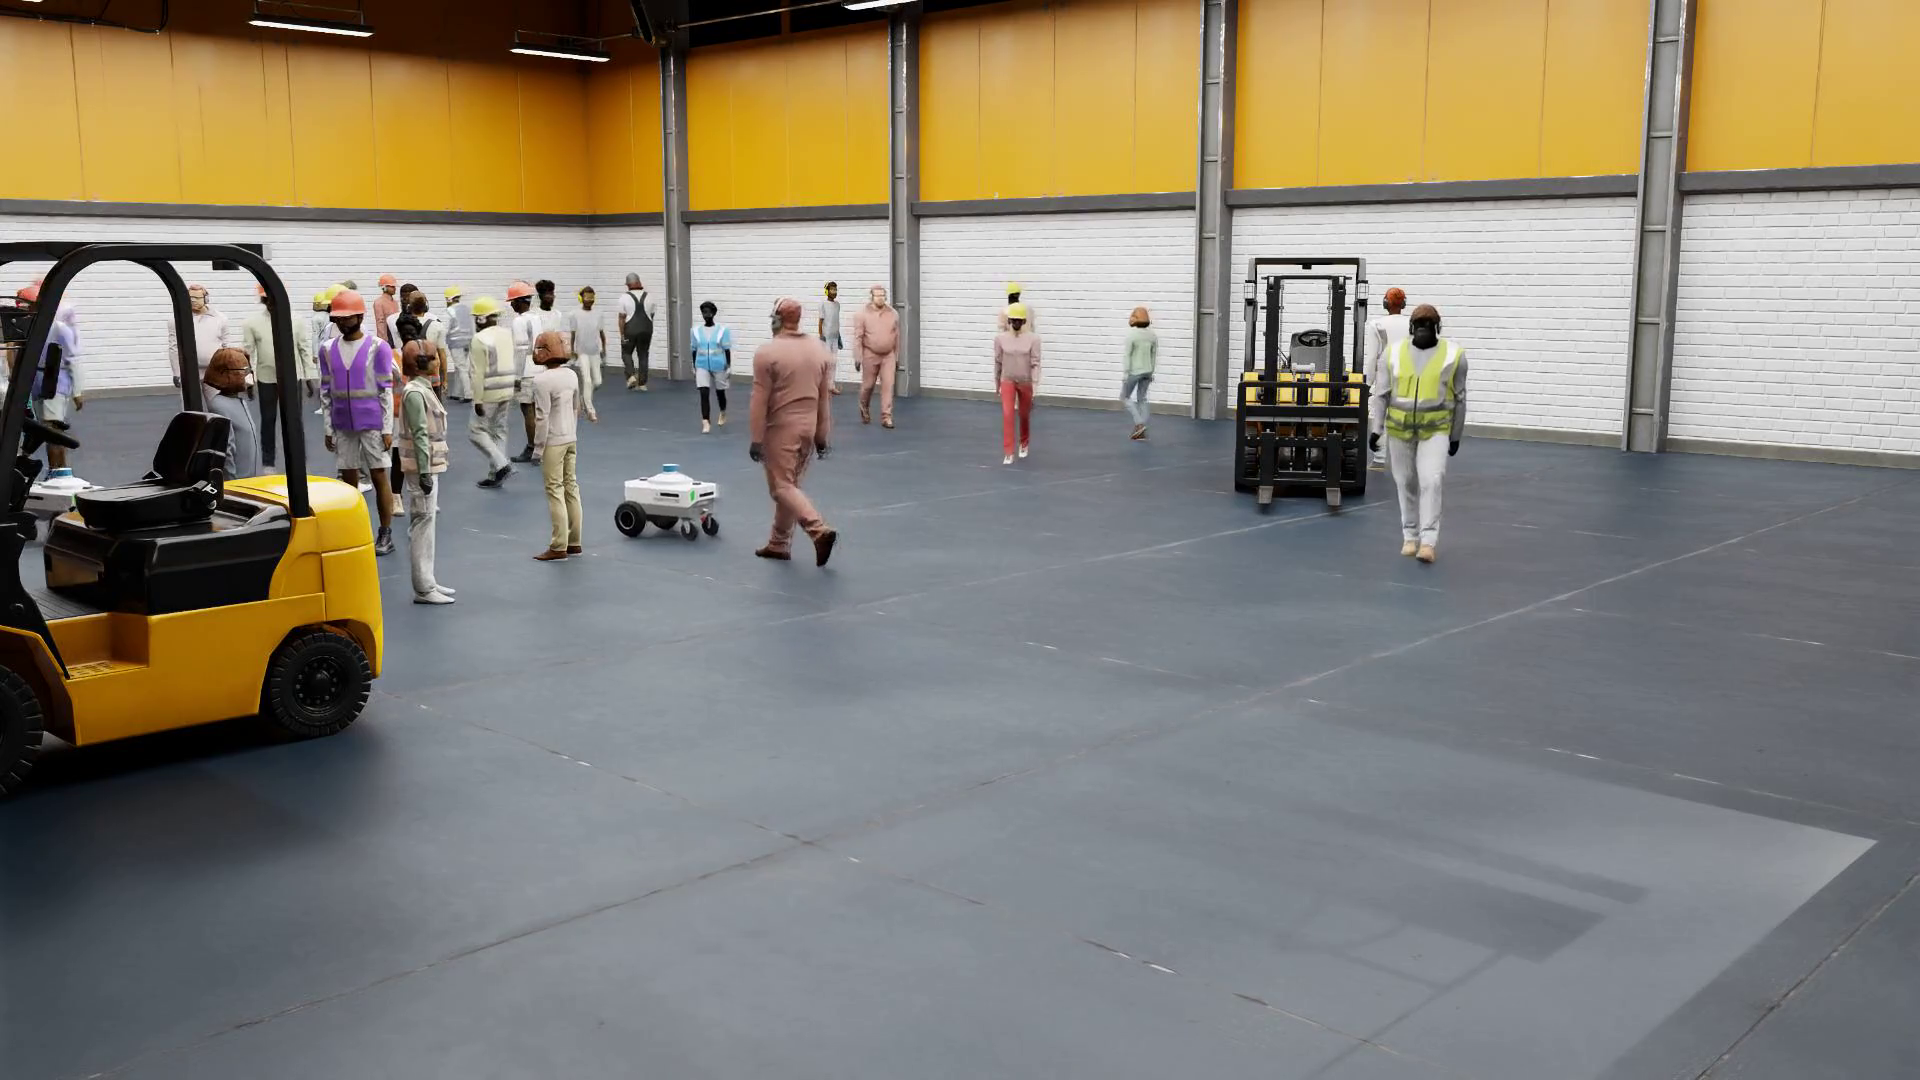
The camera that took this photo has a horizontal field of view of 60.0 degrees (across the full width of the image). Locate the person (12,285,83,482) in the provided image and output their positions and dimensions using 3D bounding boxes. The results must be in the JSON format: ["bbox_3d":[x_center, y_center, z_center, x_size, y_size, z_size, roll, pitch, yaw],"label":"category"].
[{"bbox_3d":[-8.448,-1.363,15.245,0.580,1.911,0.750,2,9,10],"label":"person"}]

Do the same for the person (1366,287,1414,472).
[{"bbox_3d":[4.421,-1.632,17.000,0.574,1.885,0.355,-1,9,-6],"label":"person"}]

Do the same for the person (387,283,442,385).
[{"bbox_3d":[-5.849,-1.789,17.863,0.595,1.915,0.371,0,9,2],"label":"person"}]

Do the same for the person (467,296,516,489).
[{"bbox_3d":[-4.378,-1.364,15.542,0.478,1.820,0.618,4,10,22],"label":"person"}]

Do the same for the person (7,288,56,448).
[{"bbox_3d":[-10.675,-1.970,19.173,0.389,1.850,0.567,9,13,44],"label":"person"}]

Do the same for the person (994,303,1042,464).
[{"bbox_3d":[0.626,-1.707,18.002,0.519,1.721,0.916,1,9,5],"label":"person"}]

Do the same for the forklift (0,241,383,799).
[{"bbox_3d":[-3.706,-0.171,7.093,1.214,2.155,2.313,9,13,43],"label":"forklift"}]

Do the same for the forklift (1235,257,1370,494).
[{"bbox_3d":[3.309,-1.629,16.029,1.214,2.155,2.313,2,9,11],"label":"forklift"}]

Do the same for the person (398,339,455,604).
[{"bbox_3d":[-3.325,-0.422,10.334,0.306,1.638,0.522,-2,10,-15],"label":"person"}]

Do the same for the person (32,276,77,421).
[{"bbox_3d":[-12.420,-2.616,22.768,0.607,1.981,1.054,-5,10,-27],"label":"person"}]

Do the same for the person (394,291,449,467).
[{"bbox_3d":[-5.561,-1.647,17.210,0.508,1.847,0.345,-2,10,-15],"label":"person"}]

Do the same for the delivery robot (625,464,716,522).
[{"bbox_3d":[-2.245,-0.347,12.899,0.707,0.478,0.477,5,10,28],"label":"delivery robot"}]

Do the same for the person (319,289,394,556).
[{"bbox_3d":[-4.338,-0.834,11.975,0.542,1.930,0.390,1,9,4],"label":"person"}]

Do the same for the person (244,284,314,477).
[{"bbox_3d":[-6.780,-1.614,16.550,0.623,1.992,0.397,-3,10,-20],"label":"person"}]

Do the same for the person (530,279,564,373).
[{"bbox_3d":[-4.933,-2.132,19.855,0.447,1.950,0.614,7,12,37],"label":"person"}]

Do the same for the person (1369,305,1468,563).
[{"bbox_3d":[3.218,-0.743,11.774,0.632,1.810,0.862,4,10,25],"label":"person"}]

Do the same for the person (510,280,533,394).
[{"bbox_3d":[-7.206,-3.345,27.515,1.051,1.880,0.657,1,9,7],"label":"person"}]

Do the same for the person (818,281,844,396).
[{"bbox_3d":[-2.111,-3.288,27.199,0.309,1.868,0.535,7,12,36],"label":"person"}]

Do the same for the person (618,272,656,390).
[{"bbox_3d":[-5.524,-3.568,28.386,0.682,2.000,0.541,-5,11,-29],"label":"person"}]

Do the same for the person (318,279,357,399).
[{"bbox_3d":[-9.210,-2.931,24.869,0.645,1.915,0.786,6,11,33],"label":"person"}]

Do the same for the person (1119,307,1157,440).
[{"bbox_3d":[2.137,-2.006,20.107,0.523,1.614,0.349,-7,11,-35],"label":"person"}]

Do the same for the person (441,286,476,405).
[{"bbox_3d":[-7.727,-2.965,25.411,0.818,1.797,0.631,5,10,26],"label":"person"}]

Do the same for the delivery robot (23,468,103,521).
[{"bbox_3d":[-6.785,-0.303,12.630,0.707,0.478,0.477,5,10,26],"label":"delivery robot"}]

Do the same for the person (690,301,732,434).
[{"bbox_3d":[-3.147,-2.200,21.110,0.537,1.674,0.718,0,9,1],"label":"person"}]

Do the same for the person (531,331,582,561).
[{"bbox_3d":[-2.881,-0.665,11.834,0.282,1.633,0.500,3,10,17],"label":"person"}]

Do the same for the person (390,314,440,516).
[{"bbox_3d":[-4.611,-1.050,13.994,0.540,1.698,0.317,-7,11,-35],"label":"person"}]

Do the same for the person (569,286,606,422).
[{"bbox_3d":[-5.089,-2.536,22.668,0.503,1.852,0.631,-6,11,-31],"label":"person"}]

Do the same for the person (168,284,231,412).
[{"bbox_3d":[-8.334,-1.853,18.298,0.643,1.905,0.400,-6,11,-31],"label":"person"}]

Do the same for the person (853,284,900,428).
[{"bbox_3d":[-1.101,-2.424,21.888,0.653,1.877,0.868,-3,10,-18],"label":"person"}]

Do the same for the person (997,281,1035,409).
[{"bbox_3d":[0.857,-2.818,24.257,0.594,1.899,0.853,-5,11,-28],"label":"person"}]

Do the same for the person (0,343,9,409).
[{"bbox_3d":[-13.093,-2.524,22.688,0.587,1.817,0.676,1,9,8],"label":"person"}]

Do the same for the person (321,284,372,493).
[{"bbox_3d":[-5.684,-1.389,15.377,0.587,1.928,0.362,6,11,31],"label":"person"}]

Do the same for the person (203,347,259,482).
[{"bbox_3d":[-4.084,-0.271,9.418,0.285,1.633,0.500,-2,9,-12],"label":"person"}]

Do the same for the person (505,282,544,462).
[{"bbox_3d":[-4.674,-1.797,17.865,0.365,1.932,0.543,1,9,7],"label":"person"}]

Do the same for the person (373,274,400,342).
[{"bbox_3d":[-8.623,-3.021,25.175,0.382,1.995,0.612,1,9,6],"label":"person"}]

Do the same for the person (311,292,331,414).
[{"bbox_3d":[-9.105,-2.675,23.849,0.320,1.737,0.485,4,10,22],"label":"person"}]

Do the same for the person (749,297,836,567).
[{"bbox_3d":[-1.163,-0.751,11.608,0.844,1.881,0.648,8,12,39],"label":"person"}]
